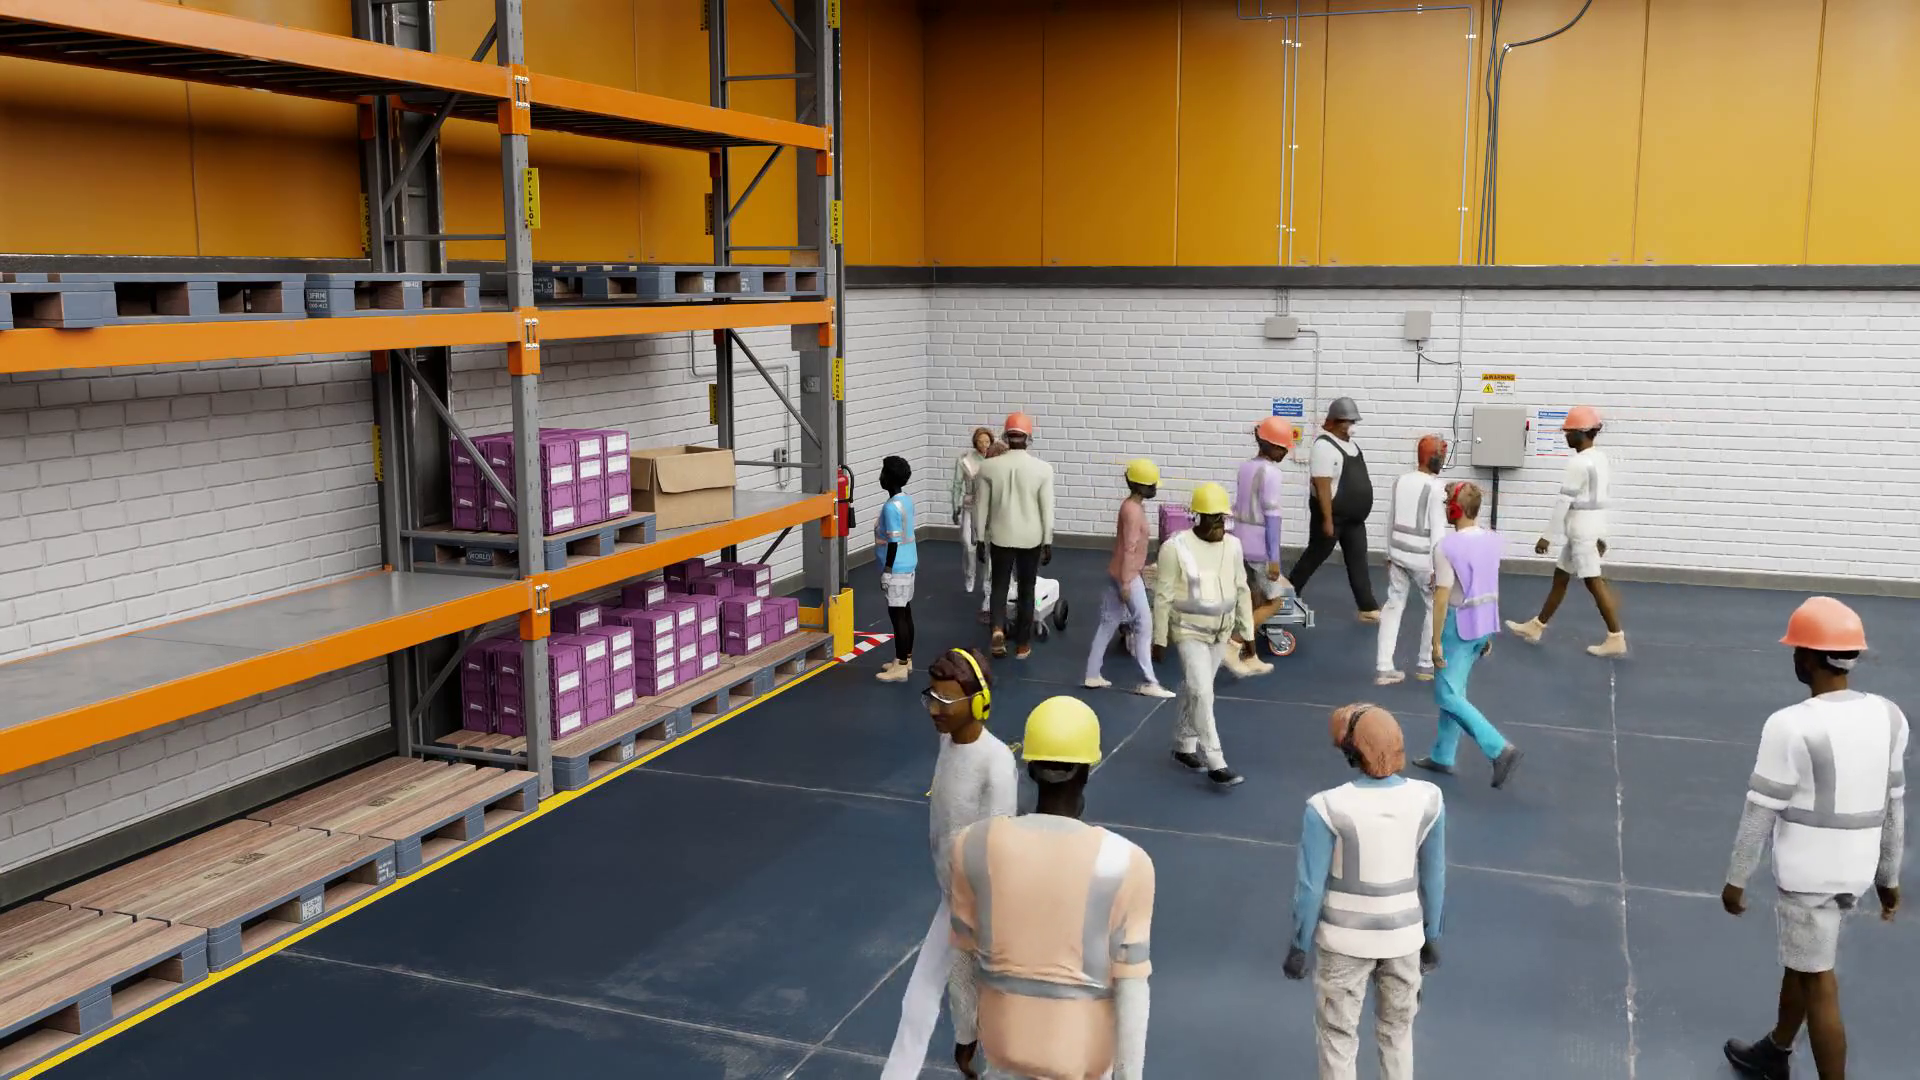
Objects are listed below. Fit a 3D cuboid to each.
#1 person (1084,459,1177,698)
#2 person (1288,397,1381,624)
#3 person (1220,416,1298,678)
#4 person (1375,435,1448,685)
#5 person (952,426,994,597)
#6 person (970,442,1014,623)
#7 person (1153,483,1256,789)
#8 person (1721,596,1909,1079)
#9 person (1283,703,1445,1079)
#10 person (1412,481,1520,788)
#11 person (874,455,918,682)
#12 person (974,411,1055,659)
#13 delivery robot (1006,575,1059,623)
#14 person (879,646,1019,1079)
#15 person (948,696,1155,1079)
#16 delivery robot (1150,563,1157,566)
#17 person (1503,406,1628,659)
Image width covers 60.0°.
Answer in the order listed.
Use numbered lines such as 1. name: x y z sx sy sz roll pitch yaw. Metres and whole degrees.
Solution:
1. person: 1.224 0.271 12.021 0.681 1.740 0.542 0 9 1
2. person: 3.273 -0.300 14.598 1.023 2.000 0.694 7 12 39
3. person: 2.176 0.074 12.332 0.551 2.011 0.684 -2 9 -13
4. person: 3.423 0.155 12.335 0.774 1.844 0.694 -5 10 -27
5. person: 0.201 -0.260 15.609 0.547 1.622 0.351 -1 9 -7
6. person: 0.359 -0.089 14.717 0.515 1.579 0.861 5 10 26
7. person: 1.528 0.568 9.888 0.626 1.796 0.844 -6 11 -32
8. person: 2.977 1.138 5.965 0.579 1.908 0.808 -3 10 -19
9. person: 1.359 1.352 5.535 0.552 1.633 0.315 -2 9 -13
10. person: 3.036 0.564 9.884 0.568 1.819 0.736 -7 12 -38
11. person: -0.483 0.210 12.467 0.318 1.699 0.533 1 9 9
12. person: 0.419 -0.009 12.975 0.639 1.974 0.688 1 9 9
13. delivery robot: 0.593 0.483 14.040 0.477 0.478 0.707 3 9 19
14. person: -0.018 1.254 5.590 0.991 1.803 0.535 -4 10 -25
15. person: 0.218 1.384 4.528 0.594 1.891 0.877 3 9 16
16. delivery robot: 1.889 0.348 14.886 0.707 0.478 0.477 -2 9 -13
17. person: 4.920 -0.069 13.318 1.044 1.988 0.628 7 11 37
